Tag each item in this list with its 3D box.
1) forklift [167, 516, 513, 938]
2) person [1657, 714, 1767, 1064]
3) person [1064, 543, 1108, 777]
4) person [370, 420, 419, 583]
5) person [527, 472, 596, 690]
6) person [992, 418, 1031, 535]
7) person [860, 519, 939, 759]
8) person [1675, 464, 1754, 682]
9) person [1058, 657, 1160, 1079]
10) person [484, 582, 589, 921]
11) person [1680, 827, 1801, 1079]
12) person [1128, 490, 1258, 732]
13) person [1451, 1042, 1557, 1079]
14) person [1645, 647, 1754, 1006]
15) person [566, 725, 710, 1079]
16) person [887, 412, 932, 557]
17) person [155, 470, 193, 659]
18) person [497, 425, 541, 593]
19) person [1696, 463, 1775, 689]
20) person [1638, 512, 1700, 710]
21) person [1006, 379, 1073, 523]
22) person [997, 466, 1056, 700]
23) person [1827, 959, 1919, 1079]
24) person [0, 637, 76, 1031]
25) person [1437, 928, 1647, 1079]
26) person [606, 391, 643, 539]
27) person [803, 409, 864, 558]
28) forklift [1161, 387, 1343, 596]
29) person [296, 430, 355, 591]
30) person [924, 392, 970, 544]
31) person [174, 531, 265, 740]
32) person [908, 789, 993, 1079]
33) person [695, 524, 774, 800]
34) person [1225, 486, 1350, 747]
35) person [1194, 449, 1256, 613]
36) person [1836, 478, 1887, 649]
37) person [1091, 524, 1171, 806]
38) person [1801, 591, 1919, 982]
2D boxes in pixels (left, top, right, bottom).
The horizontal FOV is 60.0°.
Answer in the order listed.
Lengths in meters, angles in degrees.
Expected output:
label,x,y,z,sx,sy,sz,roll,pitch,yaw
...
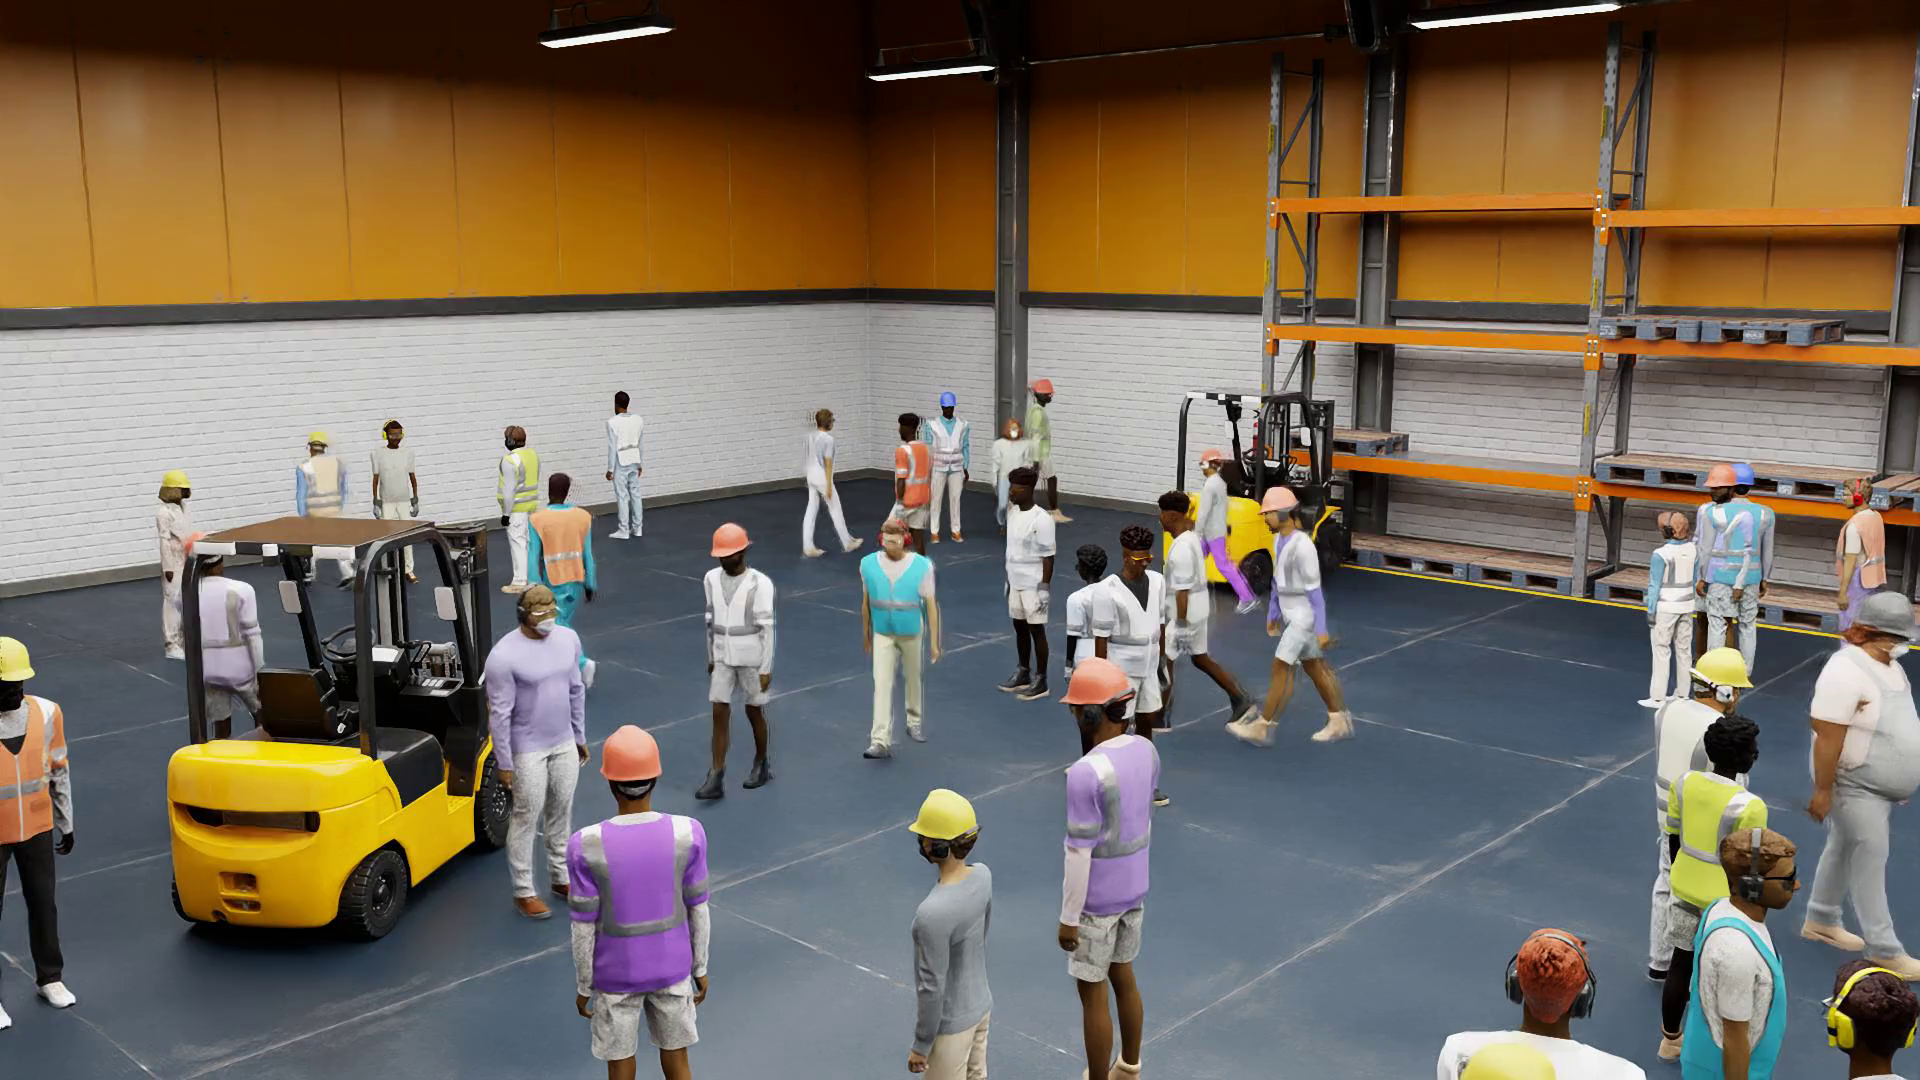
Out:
label,x,y,z,sx,sy,sz,roll,pitch,yaw
forklift,-3.583,0.976,9.748,1.214,2.155,2.313,2,10,11
person,3.414,1.614,7.524,0.319,1.698,0.539,-4,11,-20
person,0.953,0.865,11.817,0.533,1.694,0.320,-8,13,-39
person,-6.332,-0.420,18.664,0.509,1.860,0.334,-6,12,-31
person,-3.339,0.375,14.117,0.726,1.876,0.609,10,14,44
person,0.651,-0.776,21.376,0.508,1.615,0.684,-1,10,-4
person,-0.440,0.714,12.401,0.623,1.787,0.933,2,10,9
person,6.474,0.315,14.240,0.363,1.939,0.542,-5,11,-28
person,0.608,1.508,7.196,0.411,2.032,0.611,7,12,35
person,-2.374,1.174,9.397,0.377,1.930,0.632,7,12,36
person,2.641,1.866,5.673,0.343,1.847,0.506,3,11,19
person,1.836,0.567,12.892,0.965,1.922,0.611,3,10,15
person,1.300,2.147,4.343,0.619,1.794,0.667,2,10,12
person,3.689,1.423,8.286,0.403,1.819,0.602,-2,10,-12
person,-1.250,1.672,6.516,0.545,1.938,0.351,-4,11,-19
person,-0.599,-0.458,18.606,0.497,1.947,0.633,7,12,34
person,-7.195,0.218,15.356,0.324,1.740,0.492,0,10,2
person,-4.848,-0.340,18.247,0.429,1.843,0.633,3,10,15
person,6.616,0.314,14.223,0.612,1.947,0.388,1,10,4
person,5.817,0.582,13.605,0.519,1.633,0.314,-5,11,-24
person,1.022,-1.215,22.795,0.992,2.007,0.624,0,10,-1
person,0.559,0.349,13.967,0.361,1.963,0.613,-6,12,-30
person,2.428,2.058,4.554,0.512,1.861,0.325,-2,10,-11
person,-4.611,1.405,8.106,0.397,1.917,0.594,8,13,38
person,1.635,2.012,4.735,0.584,1.882,0.347,4,11,21
person,-4.354,-0.977,21.651,0.380,1.918,0.596,7,12,34
person,-1.587,-0.705,20.412,0.906,1.806,0.543,-8,13,-40
forklift,3.298,-0.608,18.767,1.214,2.155,2.313,9,13,42
person,-7.004,-0.311,18.326,0.867,1.775,0.600,9,13,42
person,-0.165,-0.930,21.300,0.603,1.949,0.384,-3,10,-16
person,-4.912,0.876,11.182,0.585,1.901,0.485,0,10,2
person,-0.046,1.799,6.287,0.311,1.769,0.525,4,11,23
person,-1.561,0.837,11.397,0.586,1.895,0.809,4,11,21
person,2.519,0.586,12.554,1.048,1.976,0.641,-1,10,-3
person,2.682,-0.092,17.253,0.850,1.696,0.576,2,10,14
person,7.607,0.395,14.083,0.565,1.837,0.382,-9,14,-42
person,1.155,0.853,11.155,0.616,1.951,0.388,-7,12,-35
person,4.812,1.236,8.707,0.713,2.000,0.655,-10,14,-43
